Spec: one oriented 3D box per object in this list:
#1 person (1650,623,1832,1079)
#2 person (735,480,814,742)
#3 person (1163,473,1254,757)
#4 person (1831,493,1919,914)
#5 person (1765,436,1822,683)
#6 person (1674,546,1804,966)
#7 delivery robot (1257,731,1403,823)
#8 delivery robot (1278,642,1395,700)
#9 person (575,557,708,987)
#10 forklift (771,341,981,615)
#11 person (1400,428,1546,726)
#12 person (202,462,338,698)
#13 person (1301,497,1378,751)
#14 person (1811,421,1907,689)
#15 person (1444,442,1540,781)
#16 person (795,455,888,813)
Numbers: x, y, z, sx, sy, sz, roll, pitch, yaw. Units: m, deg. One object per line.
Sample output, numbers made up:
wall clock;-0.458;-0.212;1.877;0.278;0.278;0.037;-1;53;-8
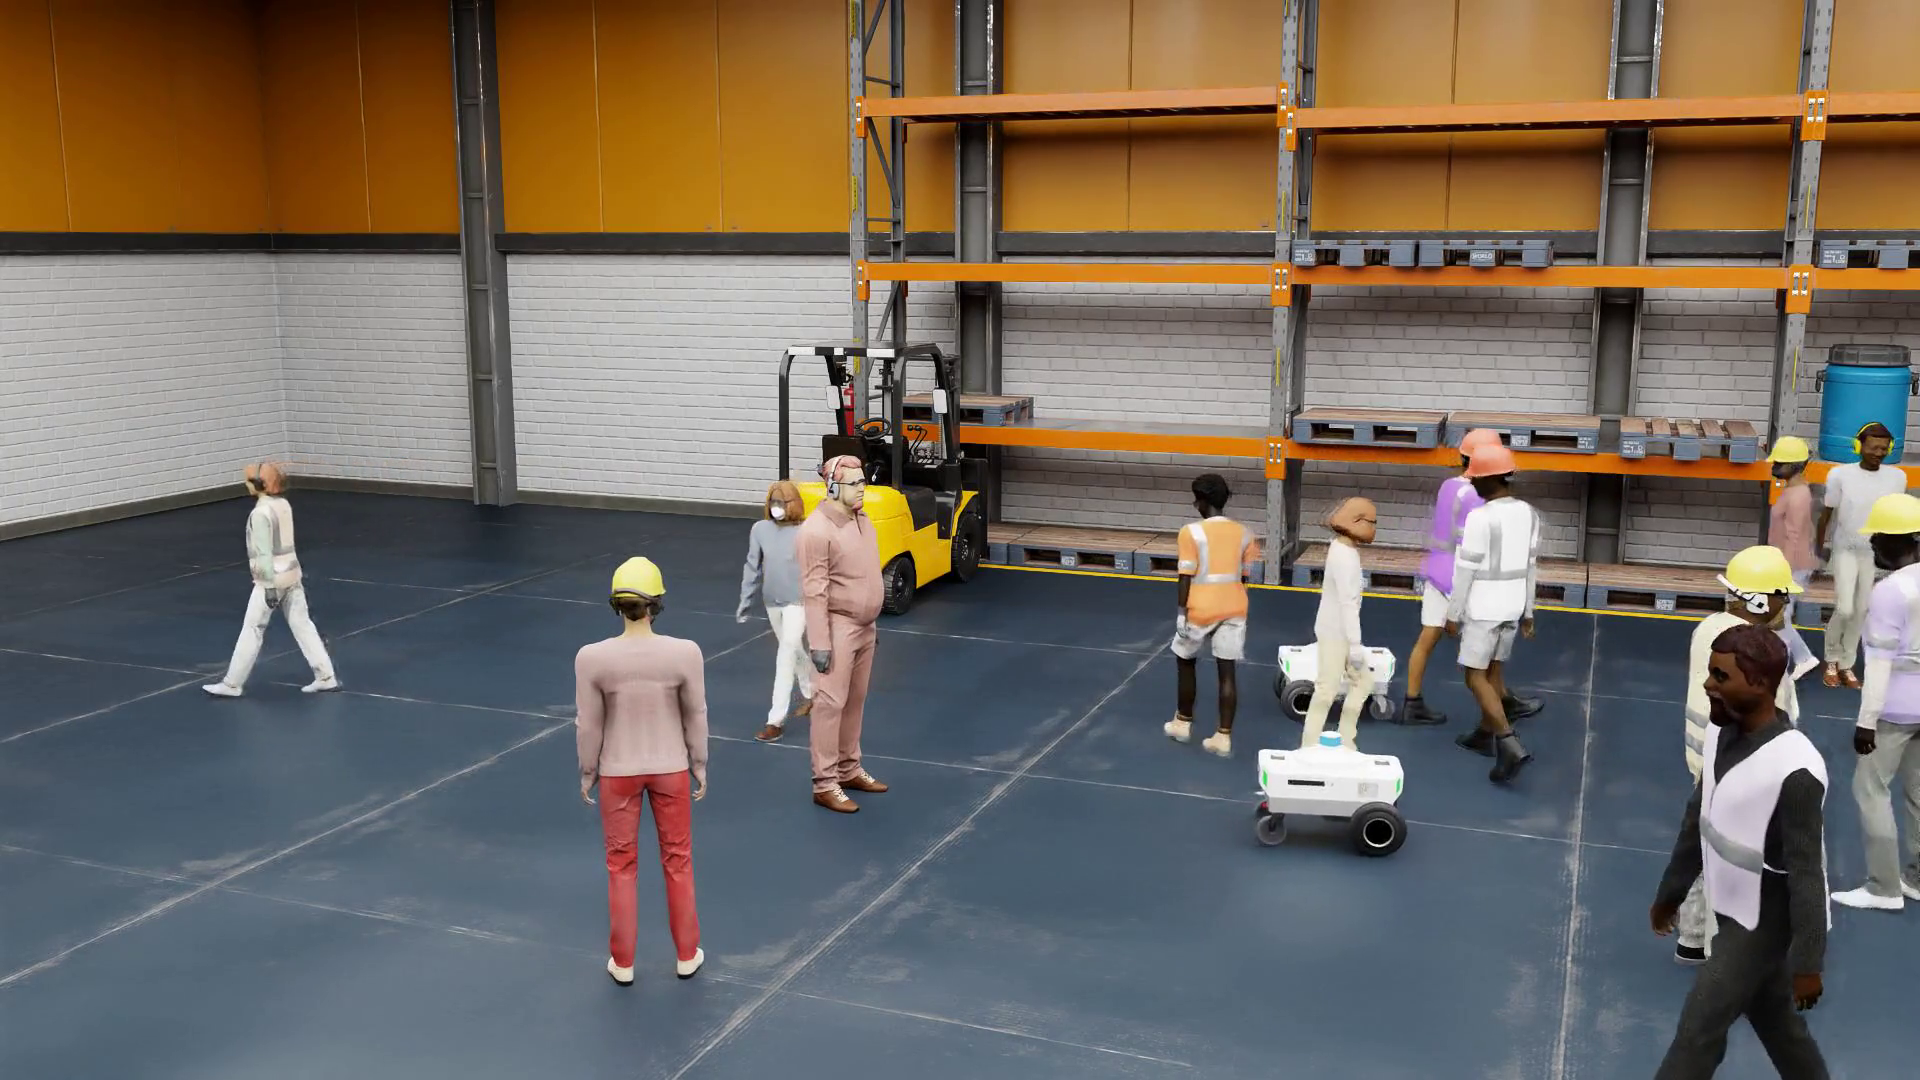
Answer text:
person;2.444;1.176;5.255;1.005;1.865;0.612;1;10;5
person;-1.079;0.404;10.351;0.507;1.584;0.894;6;12;28
person;1.480;0.431;9.960;0.545;1.651;0.698;-4;11;-21
person;4.251;0.740;7.581;0.593;1.909;0.455;-8;13;-37
person;5.526;0.176;11.106;0.392;1.752;0.550;4;11;22
person;3.164;0.923;6.757;0.404;1.830;0.600;1;10;3
delivery robot;1.865;1.213;8.424;0.707;0.478;0.477;1;10;8
delivery robot;2.415;0.813;10.671;0.707;0.478;0.477;1;10;4
person;-1.298;0.945;6.823;0.529;1.765;0.327;-2;10;-11
forklift;-0.739;-0.602;14.246;1.214;2.155;2.313;4;11;21
person;3.223;0.242;10.383;0.962;1.885;0.564;-2;10;-10
person;-4.609;0.268;11.084;0.842;1.590;0.529;0;10;2
person;2.197;0.557;9.383;0.555;1.613;0.563;2;10;12
person;6.083;0.108;11.261;0.532;1.843;0.455;1;10;3
person;3.106;0.394;9.526;0.565;1.913;0.801;-6;12;-30
person;-0.609;0.490;8.962;0.409;1.906;0.652;4;11;23
